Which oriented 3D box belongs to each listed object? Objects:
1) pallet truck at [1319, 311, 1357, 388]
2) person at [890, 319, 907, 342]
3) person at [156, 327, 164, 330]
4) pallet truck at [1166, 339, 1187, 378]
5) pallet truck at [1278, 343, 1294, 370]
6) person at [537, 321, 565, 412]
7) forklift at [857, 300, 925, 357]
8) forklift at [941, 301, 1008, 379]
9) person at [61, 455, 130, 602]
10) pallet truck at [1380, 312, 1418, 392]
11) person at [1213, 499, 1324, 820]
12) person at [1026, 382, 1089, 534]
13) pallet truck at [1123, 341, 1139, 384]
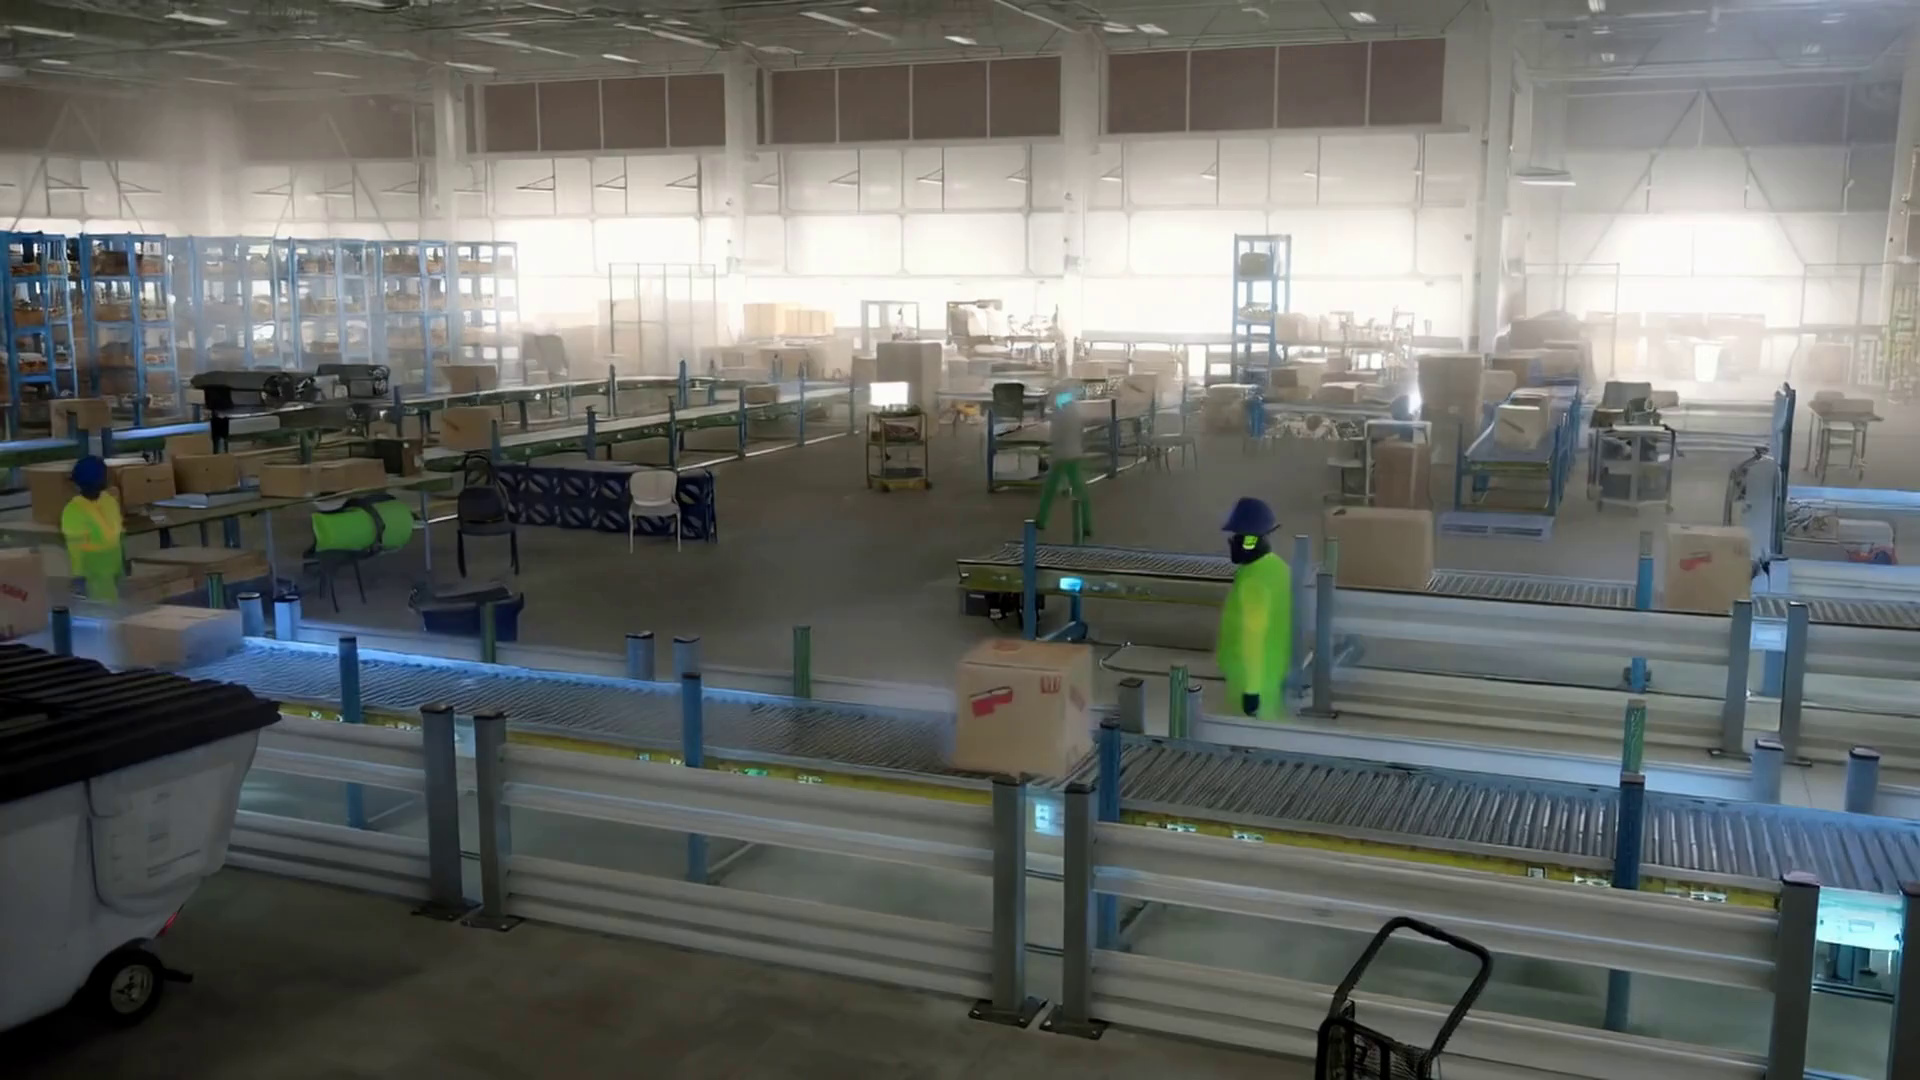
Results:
[{"bbox_3d":[9.071,-4.419,39.190,0.823,1.965,1.885,5,10,26],"label":"pallet truck"},{"bbox_3d":[-1.354,-4.071,37.583,0.404,1.833,0.590,-6,11,-31],"label":"person"},{"bbox_3d":[-17.940,-4.035,37.375,0.573,1.831,0.398,-7,11,-35],"label":"person"},{"bbox_3d":[5.418,-4.269,40.420,0.704,1.261,1.522,3,10,20],"label":"pallet truck"},{"bbox_3d":[7.886,-4.163,39.743,0.653,1.274,1.630,4,10,22],"label":"pallet truck"},{"bbox_3d":[-8.492,-3.603,34.561,0.655,1.891,0.486,5,11,28],"label":"person"},{"bbox_3d":[-1.732,-5.109,42.468,1.157,1.987,2.680,4,10,22],"label":"forklift"},{"bbox_3d":[0.365,-4.966,41.571,1.157,1.987,2.680,3,10,20],"label":"forklift"},{"bbox_3d":[-6.340,0.209,12.119,0.694,1.677,0.539,1,9,5],"label":"person"},{"bbox_3d":[10.207,-4.283,38.369,0.823,1.965,1.885,3,10,20],"label":"pallet truck"},{"bbox_3d":[1.630,0.682,8.864,0.698,1.813,0.599,3,10,19],"label":"person"},{"bbox_3d":[1.152,-0.937,18.913,0.549,1.713,0.895,-8,12,-41],"label":"person"},{"bbox_3d":[4.445,-4.380,41.279,0.680,1.201,1.601,4,10,22],"label":"pallet truck"}]
